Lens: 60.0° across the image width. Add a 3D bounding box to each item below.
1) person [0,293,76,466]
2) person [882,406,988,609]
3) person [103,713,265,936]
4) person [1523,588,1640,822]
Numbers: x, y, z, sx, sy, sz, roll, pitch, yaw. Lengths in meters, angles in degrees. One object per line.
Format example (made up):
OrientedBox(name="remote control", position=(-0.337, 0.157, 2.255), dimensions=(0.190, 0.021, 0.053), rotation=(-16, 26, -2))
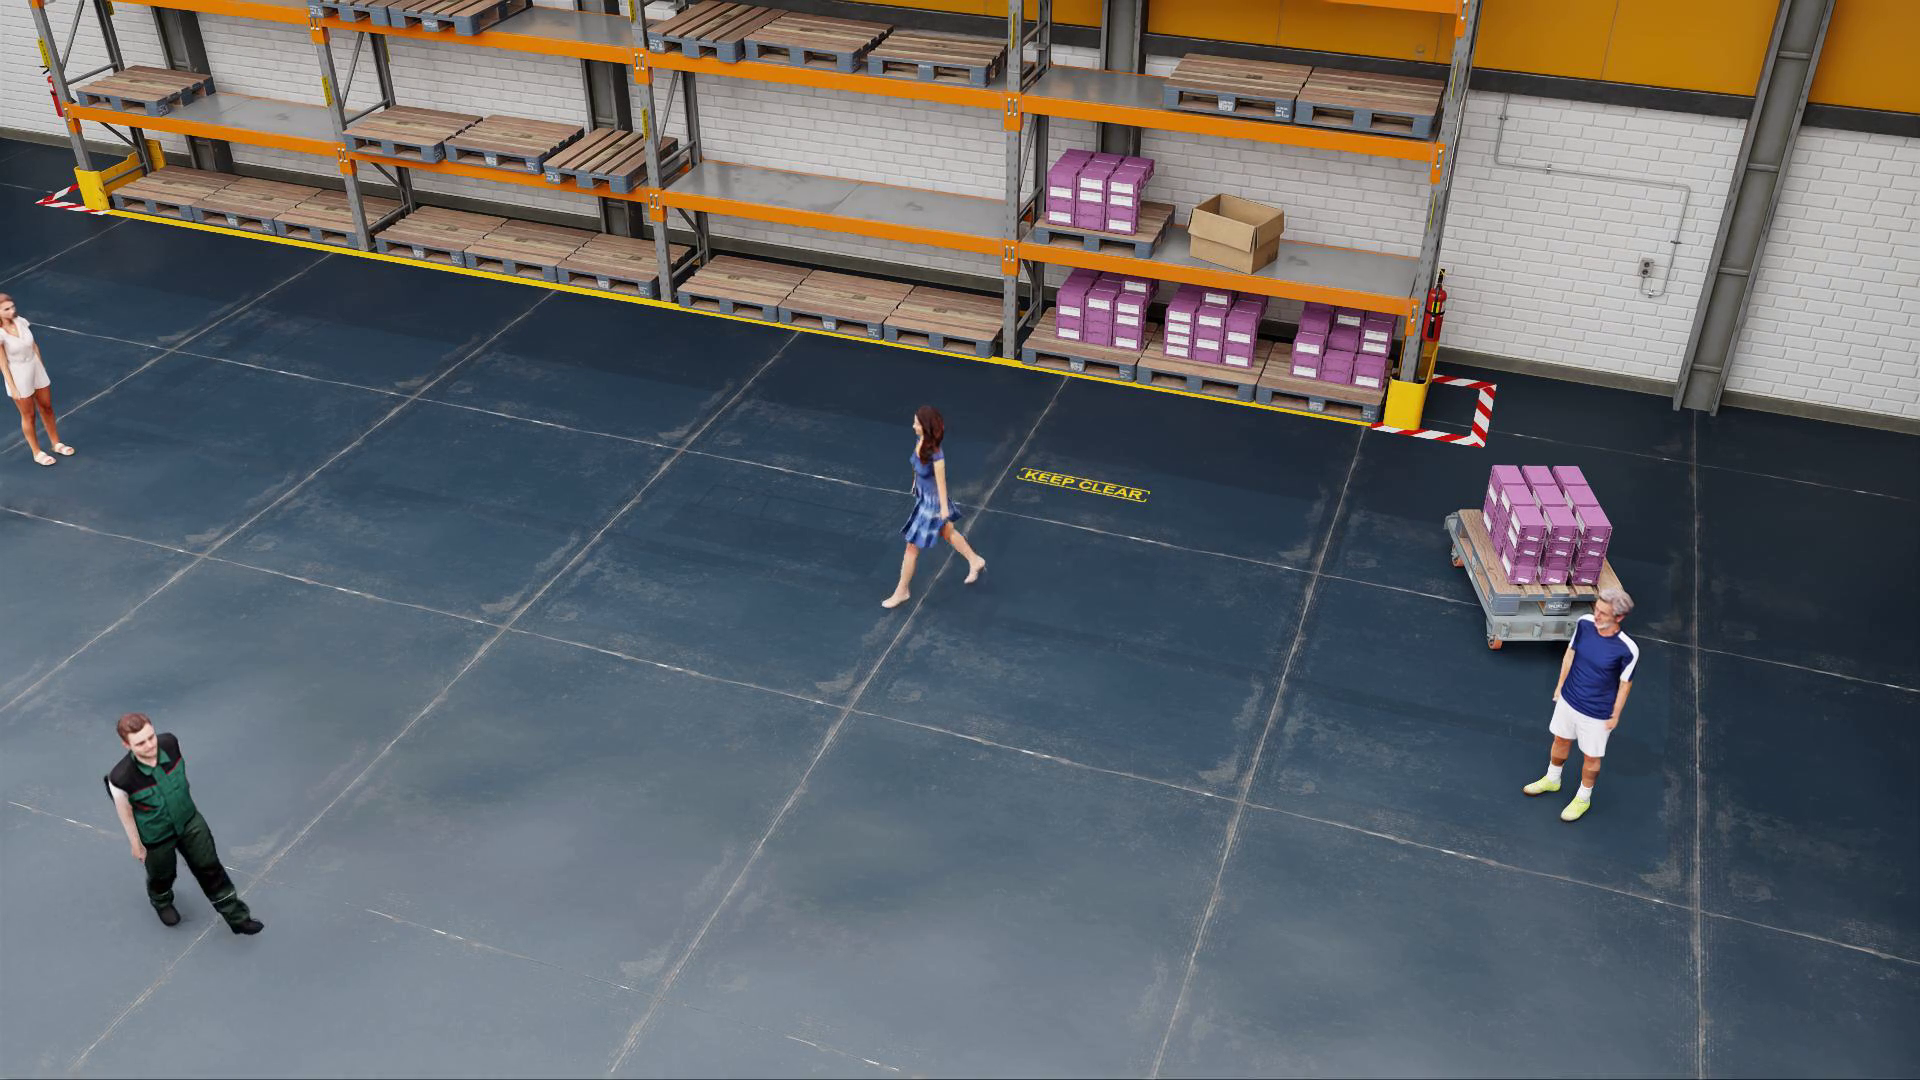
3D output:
OrientedBox(name="person", position=(-8.512, -1.488, 15.147), dimensions=(0.541, 1.693, 0.576), rotation=(13, 36, 18))
OrientedBox(name="person", position=(-0.147, -0.265, 13.245), dimensions=(1.228, 1.762, 1.063), rotation=(-9, 35, -13))
OrientedBox(name="person", position=(-4.925, 1.727, 10.231), dimensions=(1.161, 1.780, 0.788), rotation=(19, 38, 26))
OrientedBox(name="person", position=(4.222, 1.075, 11.161), dimensions=(0.783, 1.837, 0.683), rotation=(-21, 39, -28))
